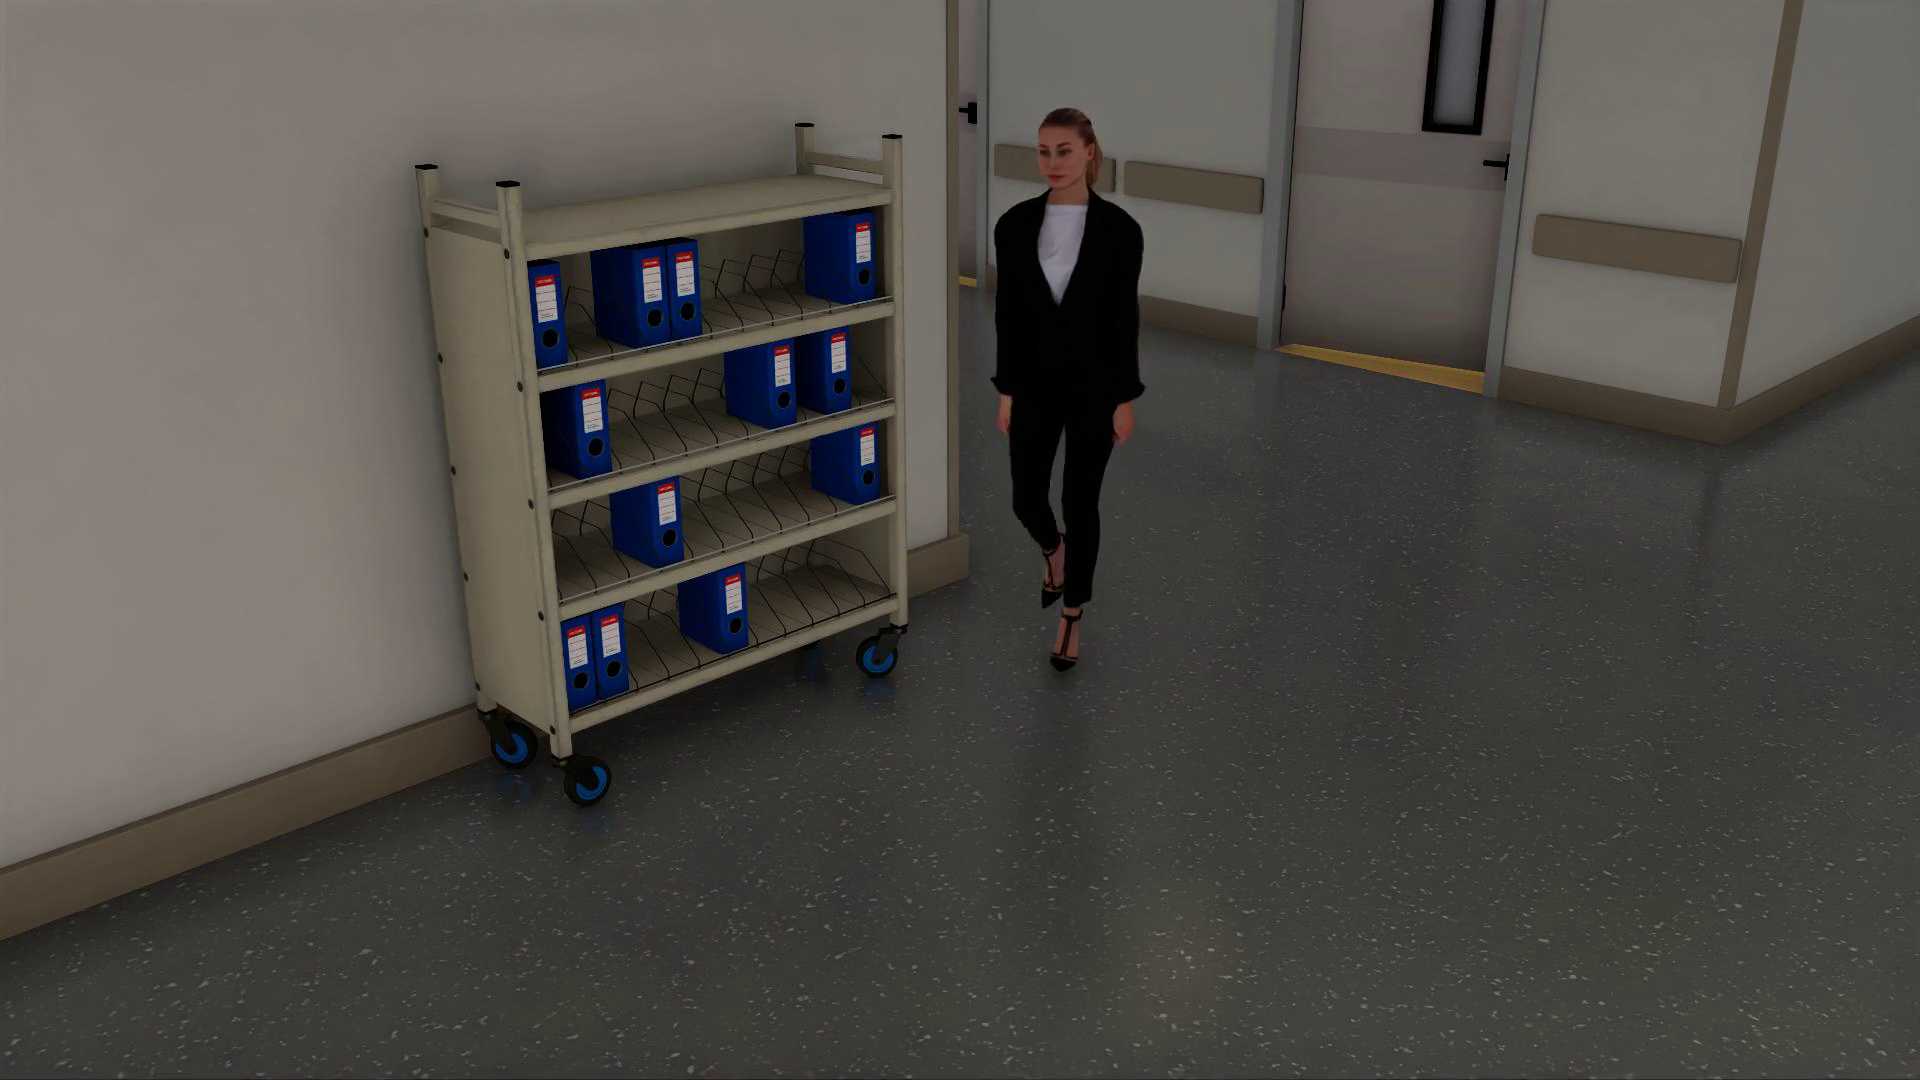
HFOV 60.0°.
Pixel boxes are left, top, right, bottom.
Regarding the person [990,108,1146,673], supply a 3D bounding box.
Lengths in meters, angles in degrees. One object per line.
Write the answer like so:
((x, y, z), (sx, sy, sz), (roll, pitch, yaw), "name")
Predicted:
((0.339, -0.445, 5.035), (0.789, 1.693, 0.852), (4, 21, 11), "person")
